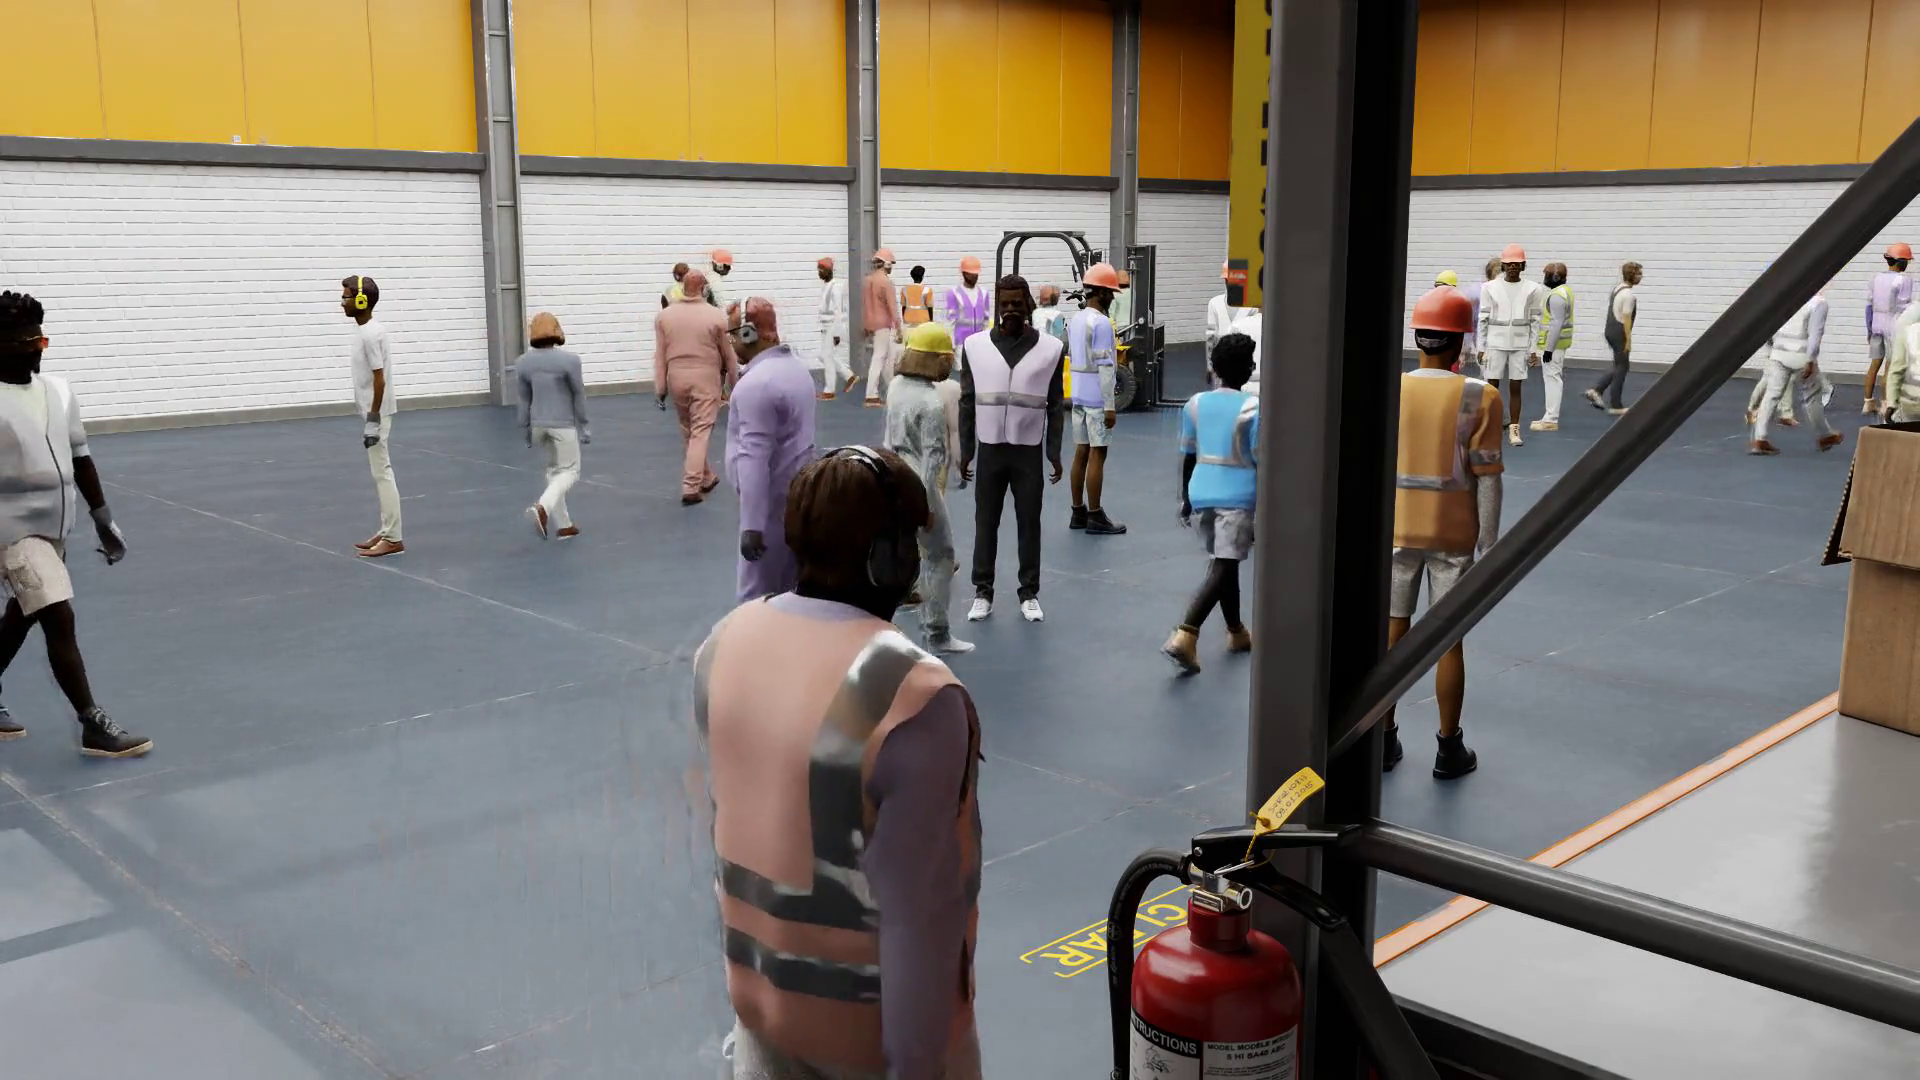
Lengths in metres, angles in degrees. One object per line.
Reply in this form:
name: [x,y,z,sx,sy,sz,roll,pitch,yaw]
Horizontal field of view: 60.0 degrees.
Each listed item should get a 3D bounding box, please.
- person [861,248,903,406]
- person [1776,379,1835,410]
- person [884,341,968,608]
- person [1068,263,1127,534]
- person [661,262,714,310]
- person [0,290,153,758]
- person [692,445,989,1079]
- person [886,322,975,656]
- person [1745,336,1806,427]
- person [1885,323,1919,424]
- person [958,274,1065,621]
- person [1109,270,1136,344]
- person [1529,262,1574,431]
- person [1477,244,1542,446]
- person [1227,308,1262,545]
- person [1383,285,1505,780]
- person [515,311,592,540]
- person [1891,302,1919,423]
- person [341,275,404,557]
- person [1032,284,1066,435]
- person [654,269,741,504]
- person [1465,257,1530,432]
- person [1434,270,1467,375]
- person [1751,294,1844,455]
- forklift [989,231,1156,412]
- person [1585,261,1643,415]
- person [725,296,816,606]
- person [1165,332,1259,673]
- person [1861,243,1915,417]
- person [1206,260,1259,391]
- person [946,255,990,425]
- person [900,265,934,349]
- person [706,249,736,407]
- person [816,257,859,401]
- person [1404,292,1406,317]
person: [-0.893,-2.676,20.953,0.831,1.954,0.666,-7,12,-32]
person: [10.242,-2.513,20.285,0.838,1.895,0.607,-2,11,-9]
person: [-0.140,-0.435,9.734,0.512,1.586,0.823,7,12,33]
person: [0.981,-1.007,11.929,0.363,1.933,0.543,-4,11,-22]
person: [-3.246,-2.433,20.068,0.694,1.807,0.541,-2,11,-11]
person: [-3.851,-0.068,6.870,0.997,1.917,0.626,2,11,11]
person: [-0.254,0.749,2.716,0.868,1.812,0.638,-10,14,-42]
person: [-0.305,-0.226,8.268,0.783,1.704,0.535,-7,12,-32]
person: [9.175,-2.187,18.628,0.567,1.851,0.552,-3,11,-15]
person: [7.156,-0.993,12.254,0.597,1.780,0.933,7,12,33]
person: [0.284,-0.507,9.240,0.587,1.920,0.391,0,10,2]
person: [2.313,-3.036,23.811,0.499,1.632,0.280,-7,12,-33]
person: [6.484,-2.118,18.240,0.429,1.844,0.627,4,11,22]
person: [5.563,-1.970,16.878,0.608,2.044,0.370,2,11,12]
person: [2.072,-0.857,11.258,0.585,1.882,0.354,9,14,40]
person: [1.850,-0.025,6.558,0.551,1.936,0.357,5,12,27]
person: [-2.849,-0.770,11.511,0.517,1.606,0.626,3,11,18]
person: [7.593,-1.184,13.034,0.654,1.881,1.037,-4,11,-19]
person: [-3.920,-0.819,11.077,0.331,1.872,0.513,-4,11,-19]
person: [0.889,-1.897,17.628,0.430,1.626,0.517,-7,13,-34]
person: [-2.101,-1.246,13.449,0.664,1.855,0.996,3,11,14]
person: [5.834,-2.121,18.119,0.650,1.883,1.019,-3,11,-15]
person: [5.090,-1.949,17.525,0.308,1.769,0.524,-10,14,-44]
person: [8.178,-1.767,16.213,1.092,1.871,0.634,-5,11,-24]
forklift: [1.222,-2.721,20.561,2.313,2.155,1.214,2,11,13]
person: [7.820,-2.388,19.766,0.481,1.829,0.557,1,10,5]
person: [-0.750,-0.138,7.367,0.693,1.874,0.708,2,11,8]
person: [1.275,-0.191,8.206,0.825,1.666,0.534,-9,14,-41]
person: [10.995,-2.478,19.649,0.379,2.041,0.616,-3,11,-14]
person: [2.480,-1.587,15.078,0.548,1.936,0.378,5,12,27]
person: [0.083,-2.253,18.774,0.563,1.916,0.515,-6,12,-29]
person: [-0.633,-3.221,24.675,0.527,1.690,0.321,3,11,17]
person: [-2.996,-2.620,20.640,0.632,1.959,0.626,-2,11,-12]
person: [-1.603,-2.722,21.491,0.552,1.858,0.656,-4,11,-20]
person: [4.679,-2.234,18.633,0.587,1.928,0.364,-2,11,-10]
